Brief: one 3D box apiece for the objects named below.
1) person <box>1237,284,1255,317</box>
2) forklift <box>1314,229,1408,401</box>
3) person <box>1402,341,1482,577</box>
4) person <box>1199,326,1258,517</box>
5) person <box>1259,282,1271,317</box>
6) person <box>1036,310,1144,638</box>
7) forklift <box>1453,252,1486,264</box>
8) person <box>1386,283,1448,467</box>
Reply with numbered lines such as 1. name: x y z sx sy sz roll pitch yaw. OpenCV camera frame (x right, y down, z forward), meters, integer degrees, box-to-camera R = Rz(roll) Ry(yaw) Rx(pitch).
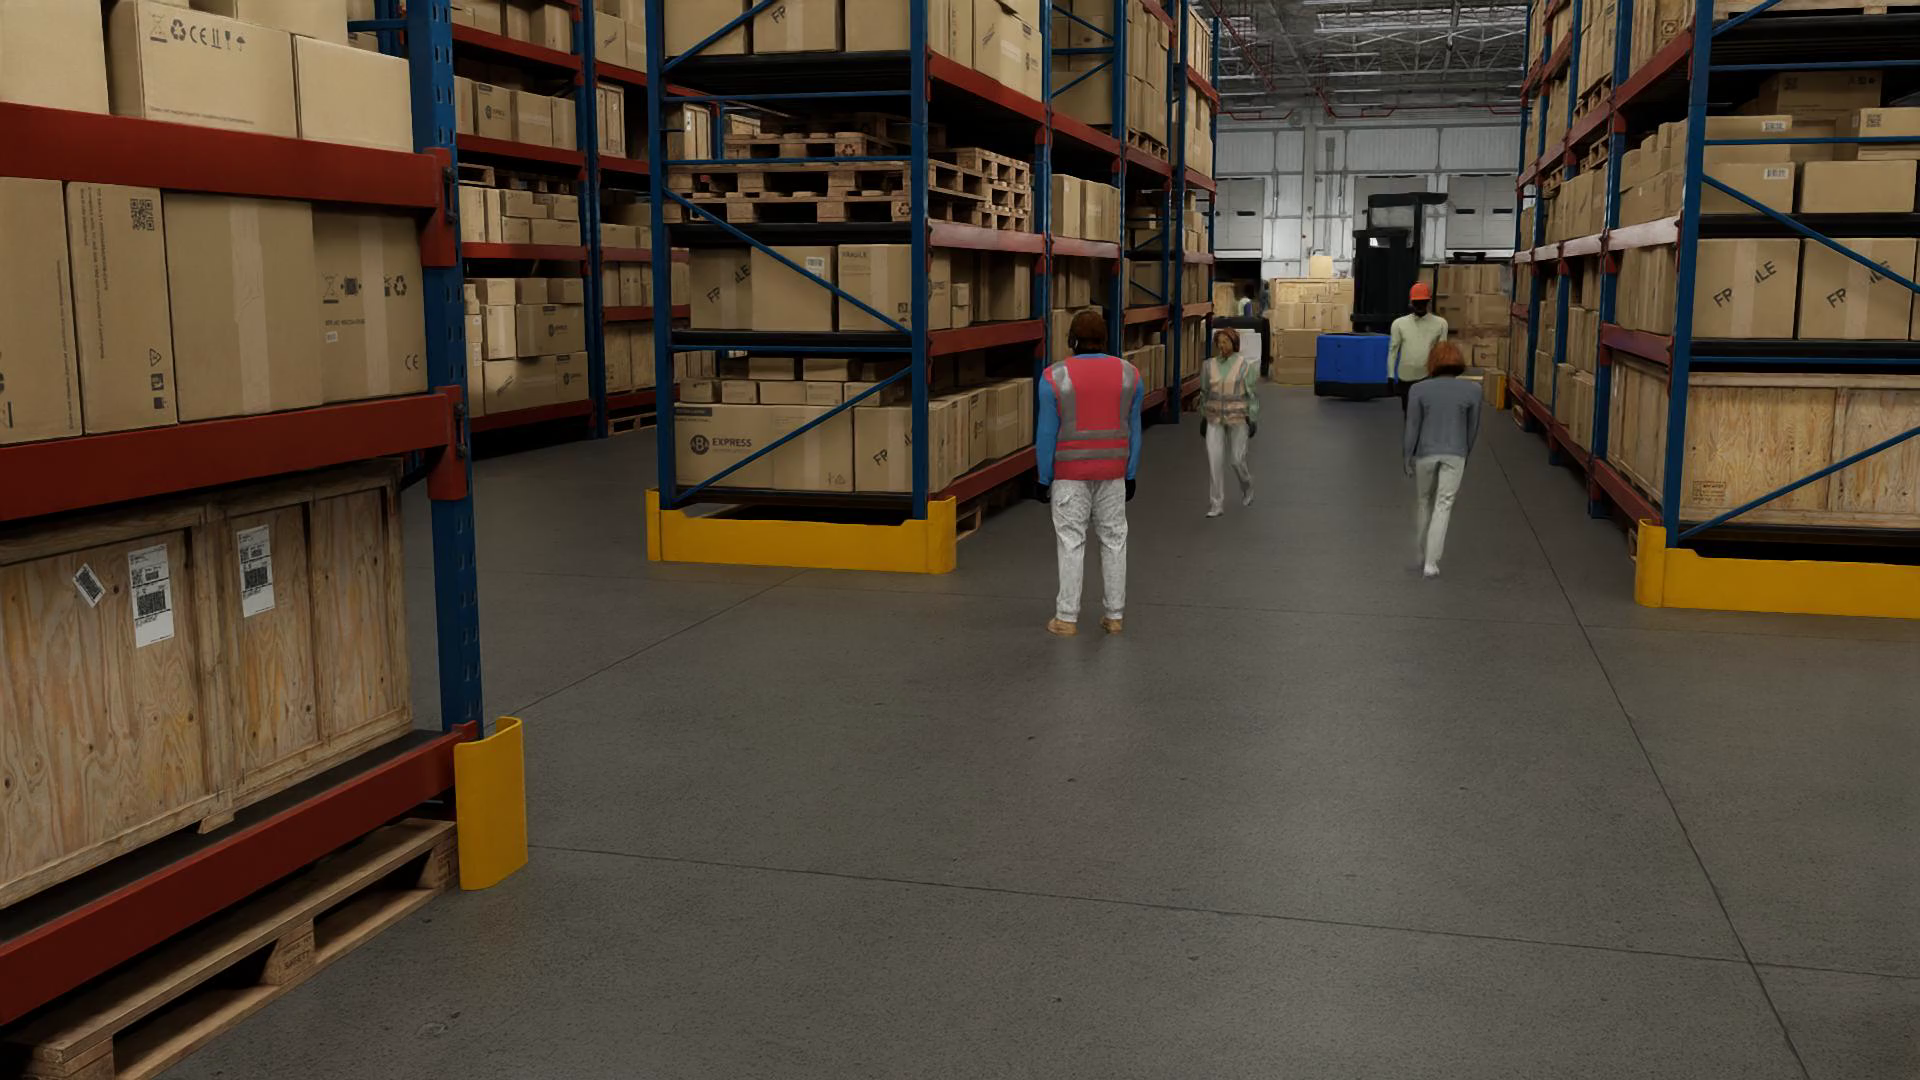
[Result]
1. person: 6.395 -4.655 36.479 0.802 1.889 0.614 0 9 -2
2. forklift: 6.942 -3.767 27.707 1.873 2.768 1.129 -6 11 -34
3. person: 3.311 -0.566 11.442 0.496 1.580 0.862 3 10 20
4. person: 2.296 -1.014 14.191 0.526 1.620 0.554 5 10 28
5. person: 10.064 -7.448 54.203 0.911 1.903 0.655 -1 9 -4
6. person: 0.716 -0.366 9.390 0.623 1.844 0.429 -2 9 -15
7. forklift: 15.616 -7.466 51.204 1.129 2.768 1.873 -2 9 -13
8. person: 4.834 -1.727 17.628 0.641 1.960 0.823 3 9 17
